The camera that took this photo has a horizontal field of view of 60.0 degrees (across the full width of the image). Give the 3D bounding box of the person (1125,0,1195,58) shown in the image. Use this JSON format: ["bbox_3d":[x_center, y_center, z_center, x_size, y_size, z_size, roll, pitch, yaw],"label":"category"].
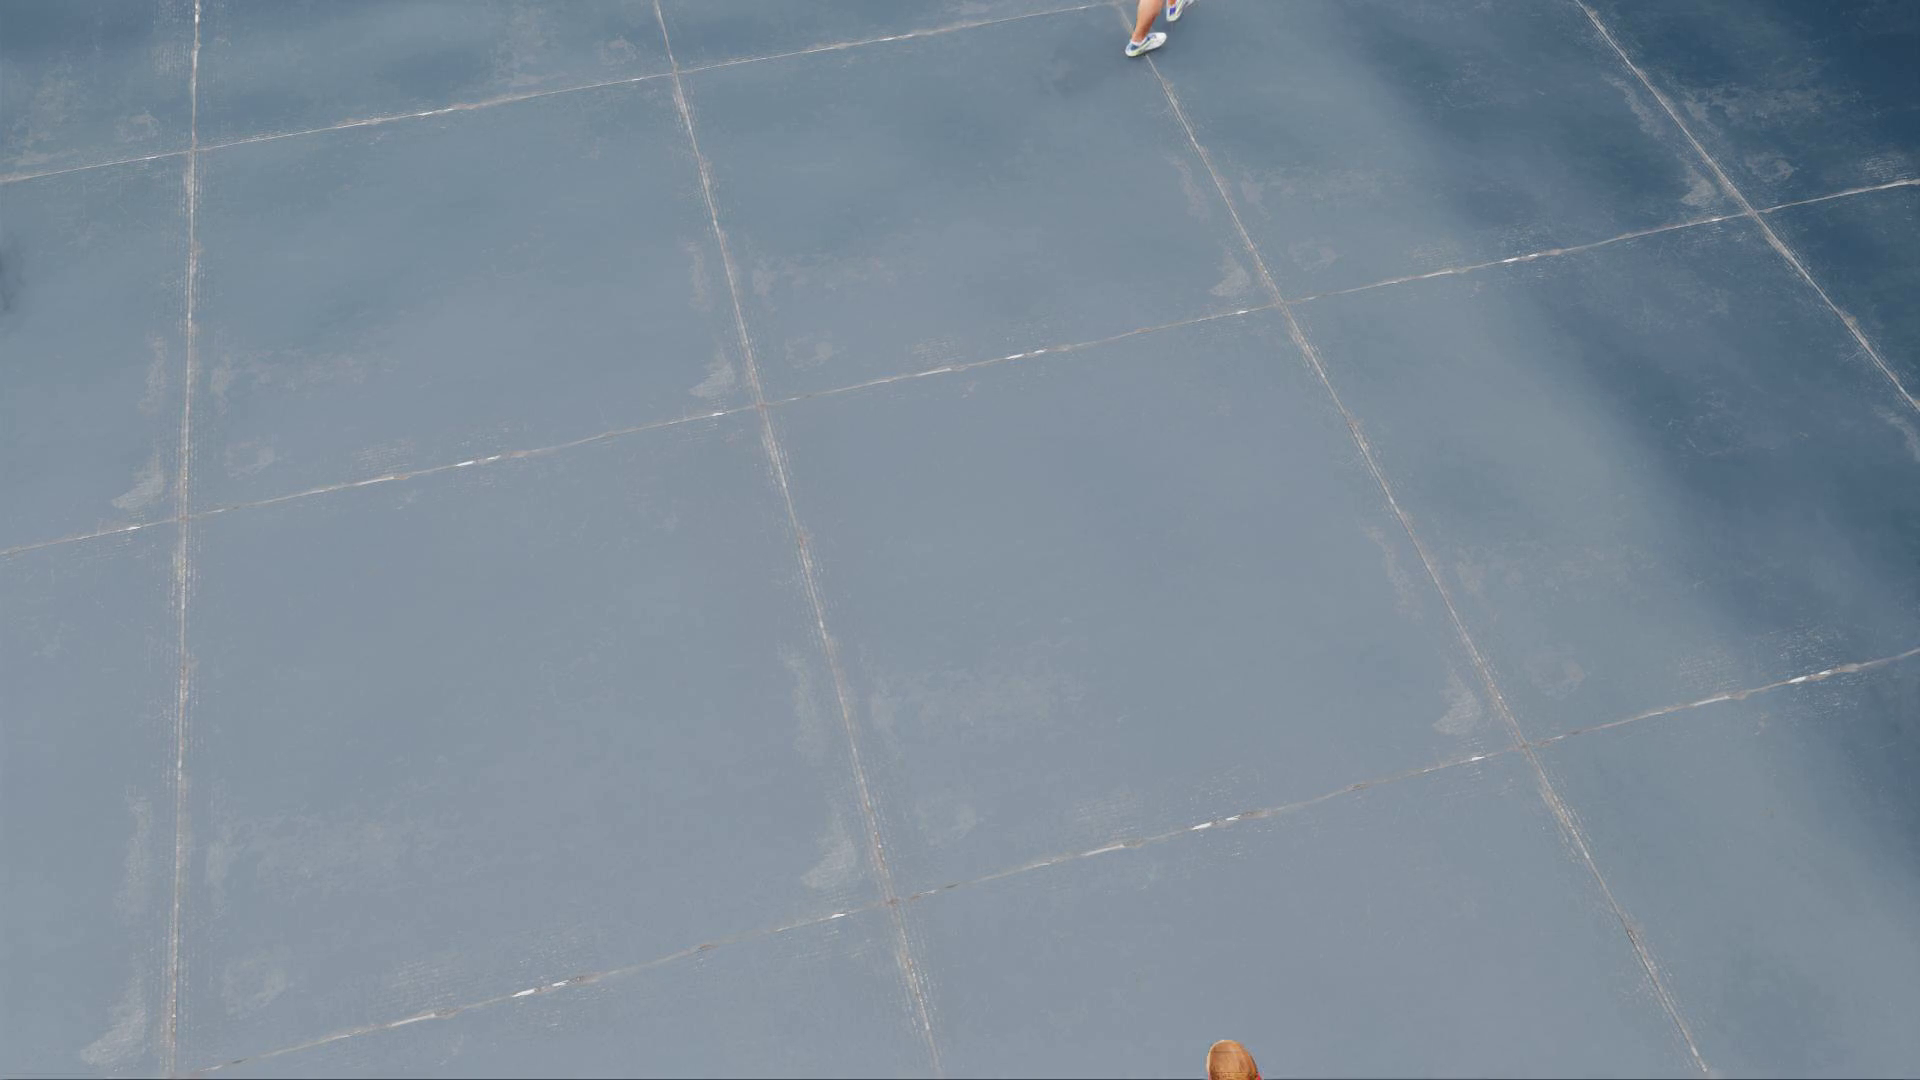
[{"bbox_3d":[1.203,-3.785,10.173,1.018,1.829,1.053,-34,60,-24],"label":"person"}]
